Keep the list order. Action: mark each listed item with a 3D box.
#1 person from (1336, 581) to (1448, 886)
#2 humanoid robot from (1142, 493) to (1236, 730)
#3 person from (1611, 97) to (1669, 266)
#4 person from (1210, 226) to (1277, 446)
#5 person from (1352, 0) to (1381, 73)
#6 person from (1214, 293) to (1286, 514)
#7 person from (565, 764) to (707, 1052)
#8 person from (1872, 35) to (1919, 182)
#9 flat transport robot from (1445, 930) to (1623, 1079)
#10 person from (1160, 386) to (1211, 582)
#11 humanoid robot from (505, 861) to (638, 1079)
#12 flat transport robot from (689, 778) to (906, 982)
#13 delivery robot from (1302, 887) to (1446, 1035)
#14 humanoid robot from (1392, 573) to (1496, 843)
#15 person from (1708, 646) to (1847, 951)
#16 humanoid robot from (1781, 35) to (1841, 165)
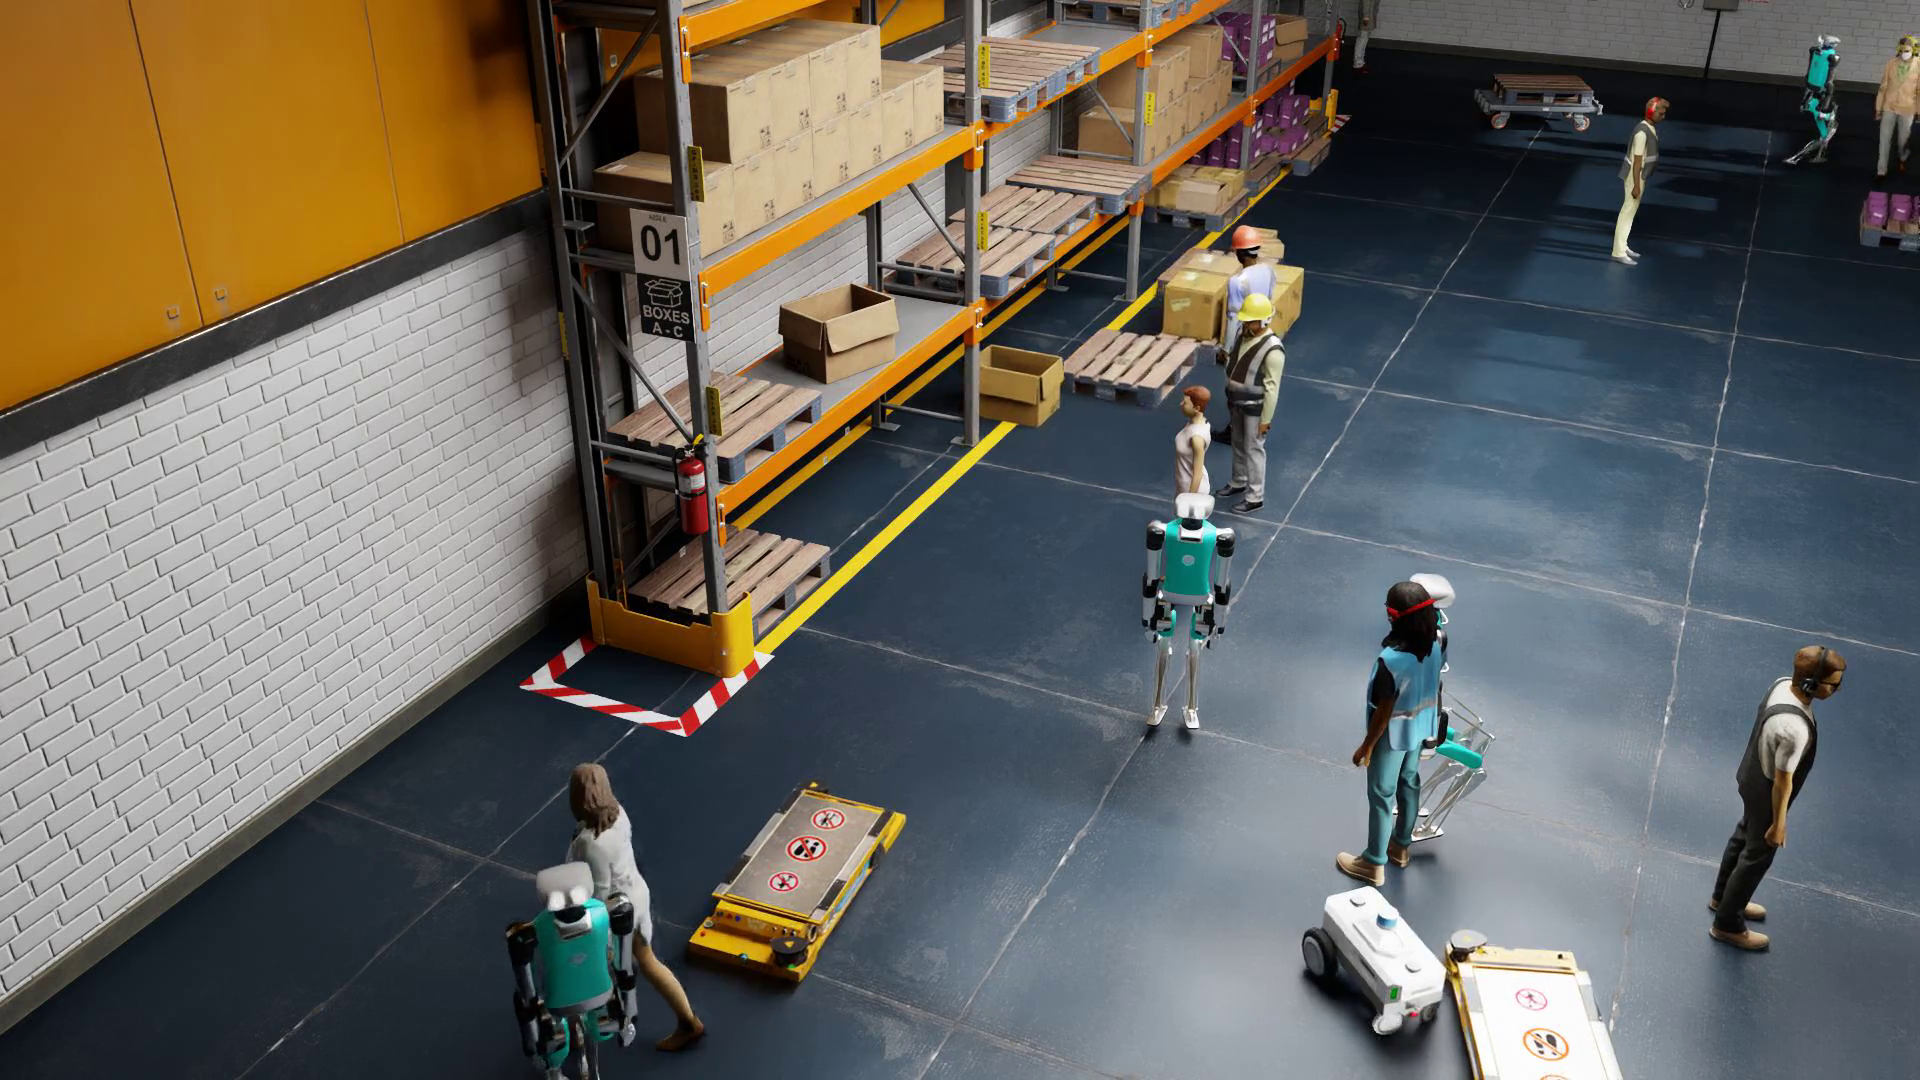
[{"bbox_3d":[2.385,1.059,9.078,0.527,1.870,0.389,-21,35,-33],"label":"person"},{"bbox_3d":[1.405,0.376,10.344,0.533,1.677,0.735,5,29,9],"label":"humanoid robot"},{"bbox_3d":[7.527,-4.004,18.500,0.390,1.837,0.562,13,31,23],"label":"person"},{"bbox_3d":[2.404,-1.738,14.206,0.542,1.928,0.369,-23,36,-36],"label":"person"},{"bbox_3d":[6.605,-8.496,26.838,0.362,1.830,0.514,12,31,21],"label":"person"},{"bbox_3d":[2.286,-1.082,13.103,0.403,1.824,0.597,-9,30,-17],"label":"person"},{"bbox_3d":[-1.661,1.796,7.987,0.856,1.613,0.535,4,29,7],"label":"person"},{"bbox_3d":[12.099,-5.550,21.364,0.611,1.849,0.670,25,37,38],"label":"person"},{"bbox_3d":[2.818,2.483,8.125,0.659,0.231,1.431,3,28,5],"label":"flat transport robot"},{"bbox_3d":[1.630,-0.337,11.884,0.285,1.661,0.442,0,28,1],"label":"person"},{"bbox_3d":[-1.768,2.024,7.469,0.545,1.801,0.928,-13,31,-23],"label":"humanoid robot"},{"bbox_3d":[-0.878,1.860,9.278,0.659,0.231,1.431,10,30,19],"label":"flat transport robot"},{"bbox_3d":[2.140,2.116,8.498,0.499,0.588,0.760,-9,30,-17],"label":"delivery robot"},{"bbox_3d":[2.741,0.937,9.302,0.735,1.680,0.533,-2,28,-5],"label":"humanoid robot"},{"bbox_3d":[4.213,1.331,8.618,0.361,1.834,0.514,8,29,14],"label":"person"},{"bbox_3d":[11.359,-5.724,21.785,0.936,1.741,0.558,-4,29,-7],"label":"humanoid robot"}]
